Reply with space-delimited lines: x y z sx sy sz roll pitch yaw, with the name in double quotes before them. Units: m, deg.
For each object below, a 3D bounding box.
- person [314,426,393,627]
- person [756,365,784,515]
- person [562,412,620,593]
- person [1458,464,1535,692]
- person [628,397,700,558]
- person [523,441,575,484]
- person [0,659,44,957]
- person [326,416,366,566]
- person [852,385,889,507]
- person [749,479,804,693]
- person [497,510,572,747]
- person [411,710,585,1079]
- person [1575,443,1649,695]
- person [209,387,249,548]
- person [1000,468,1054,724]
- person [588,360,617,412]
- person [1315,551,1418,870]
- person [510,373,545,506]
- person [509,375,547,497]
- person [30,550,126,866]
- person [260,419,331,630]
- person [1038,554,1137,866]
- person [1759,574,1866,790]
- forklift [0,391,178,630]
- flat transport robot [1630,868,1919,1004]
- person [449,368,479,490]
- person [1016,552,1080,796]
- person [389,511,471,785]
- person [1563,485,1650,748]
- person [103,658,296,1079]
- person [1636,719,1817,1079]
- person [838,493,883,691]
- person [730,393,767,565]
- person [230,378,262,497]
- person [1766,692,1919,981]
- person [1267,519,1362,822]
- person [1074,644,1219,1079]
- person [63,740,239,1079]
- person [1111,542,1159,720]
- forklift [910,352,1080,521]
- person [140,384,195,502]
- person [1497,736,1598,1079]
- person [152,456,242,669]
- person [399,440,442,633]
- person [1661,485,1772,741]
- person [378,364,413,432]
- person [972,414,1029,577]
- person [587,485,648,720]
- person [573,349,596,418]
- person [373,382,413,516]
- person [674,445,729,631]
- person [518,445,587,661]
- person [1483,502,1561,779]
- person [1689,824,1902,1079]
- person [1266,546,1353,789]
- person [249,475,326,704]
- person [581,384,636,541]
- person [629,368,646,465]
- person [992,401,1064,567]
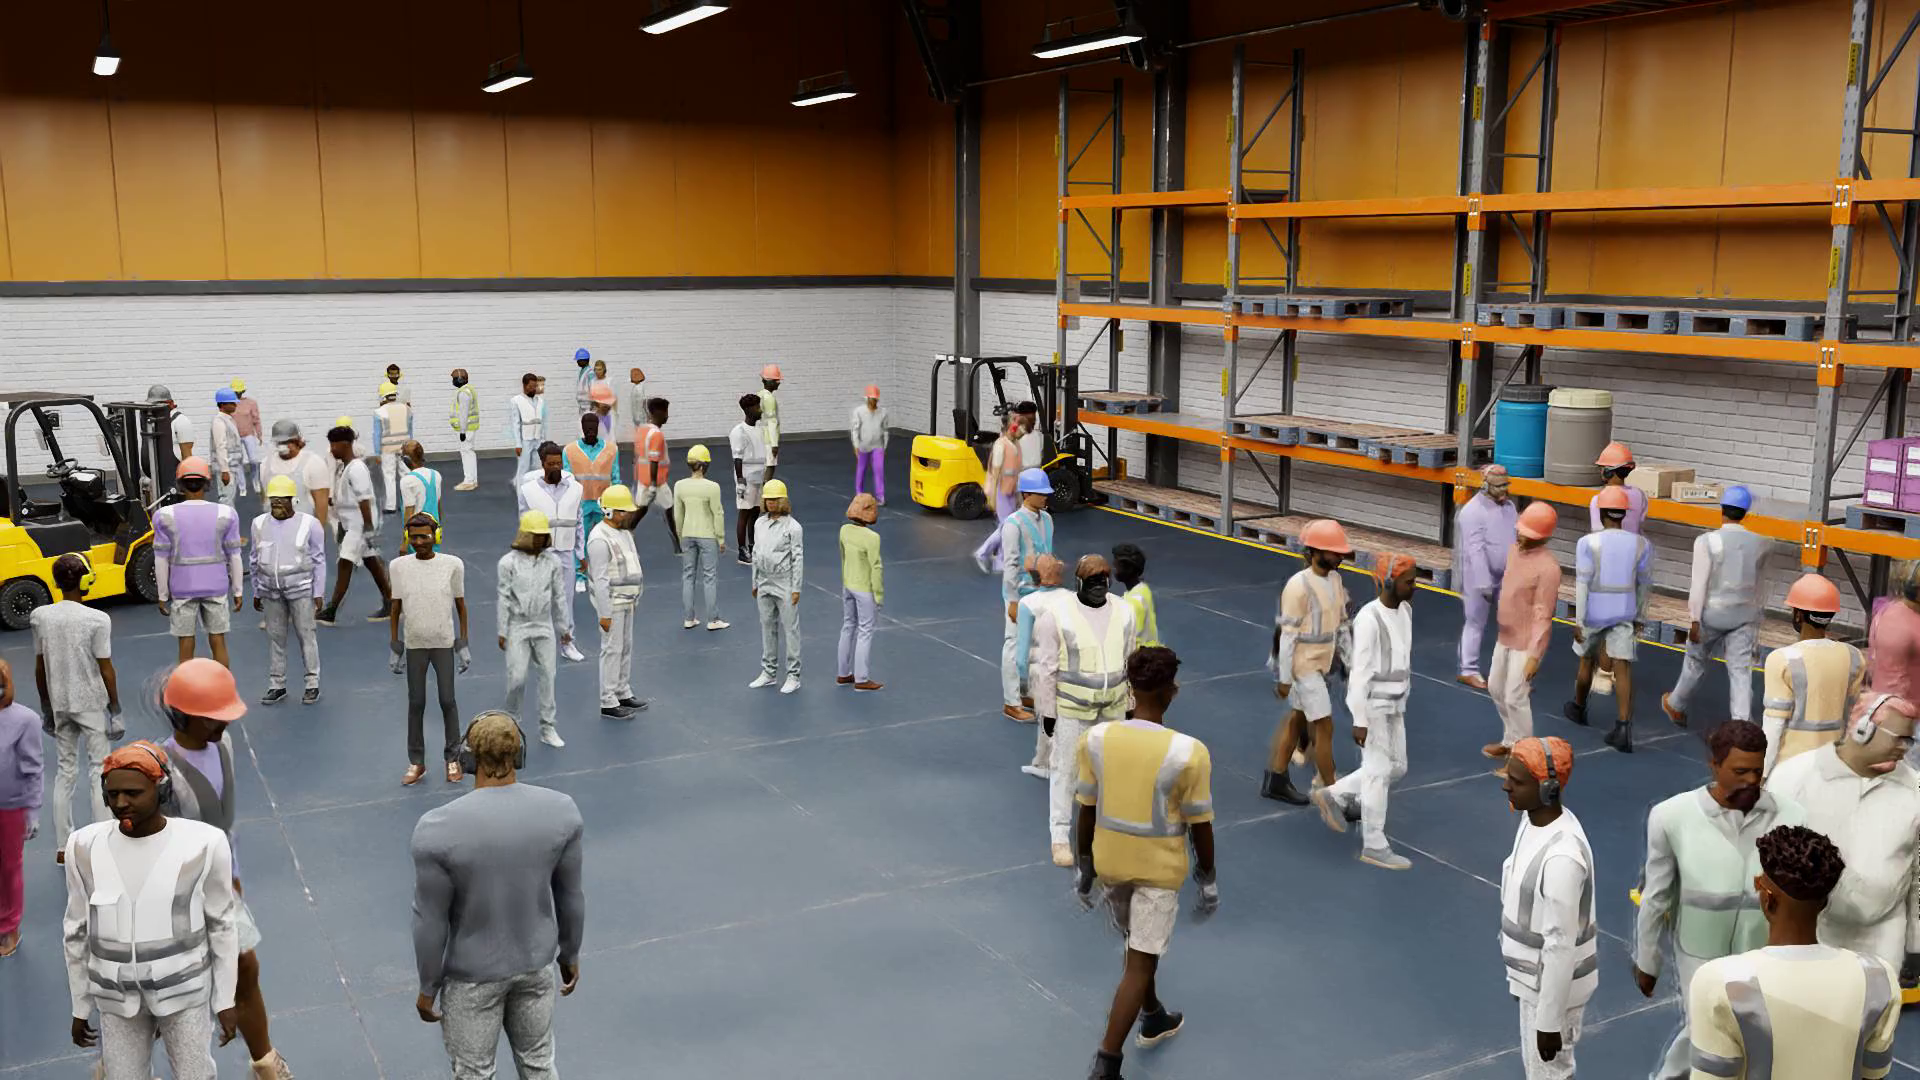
"person" -5.890 -0.130 15.959 0.944 1.914 0.632 -4 11 -22
"person" -2.587 -1.370 22.748 0.395 2.038 0.614 -4 11 -22
"person" -3.881 -0.401 17.564 0.587 1.910 0.397 -3 10 -18
"person" 4.360 0.329 13.444 0.652 1.874 0.738 -6 11 -30
"person" -3.594 -0.726 19.443 1.045 1.911 0.620 -5 11 -26
"person" -4.125 -0.159 16.792 0.530 1.688 0.324 -3 10 -16
"person" -4.841 1.354 8.310 0.527 1.600 0.605 -3 10 -17
"person" -7.007 -0.552 18.944 0.407 1.717 0.525 8 13 38
"person" -1.278 -1.351 23.615 0.574 1.709 0.914 -3 10 -17
"person" -1.502 0.371 13.573 0.493 1.746 0.283 6 12 31
"person" -3.068 0.644 12.018 0.523 1.736 0.369 -8 13 -38
"person" -1.685 1.575 6.133 0.635 1.928 0.382 -7 12 -36
"person" 5.278 0.235 13.503 0.606 2.045 0.389 -6 11 -30
"person" -8.880 -0.879 20.188 0.406 1.947 0.606 -3 10 -15
"person" 0.536 0.411 12.761 0.402 1.949 0.605 6 12 33
"person" -5.827 -2.005 27.048 0.528 1.811 0.804 2 10 9
"person" 2.397 0.974 9.769 0.595 1.871 0.592 8 13 39
"person" -5.972 -1.357 23.045 0.392 1.914 0.587 5 11 25
"person" -6.134 -1.455 23.886 0.556 1.822 0.557 0 10 2
"person" -5.129 0.989 9.701 0.511 1.862 0.324 1 10 8
"person" -6.366 -0.156 15.760 0.715 2.000 0.772 1 10 5
"person" 0.768 0.986 9.764 0.625 1.843 0.430 -3 10 -19
"person" 4.357 1.134 8.630 0.549 1.937 0.358 -2 10 -13
"forklift" -9.026 -0.363 16.508 1.214 2.155 2.313 6 11 29
"flat transport robot" 4.133 1.990 8.488 0.652 0.197 1.431 -2 10 -11
"person" -7.476 -1.671 25.101 0.429 1.832 0.631 -2 10 -11
"person" 0.645 0.883 11.038 0.535 1.604 0.761 -8 13 -39
"person" -3.572 0.724 11.204 0.534 1.864 0.310 -2 10 -9
"person" 4.778 0.535 12.251 0.568 1.883 1.013 0 10 1
"person" -3.188 1.427 6.828 0.887 1.993 0.686 1 10 4
"person" 2.901 1.574 6.339 0.595 1.868 1.007 -1 10 -4
"person" -0.815 0.423 13.638 0.291 1.623 0.500 -8 13 -40
"person" -2.400 -0.705 19.136 0.363 1.966 0.608 4 11 21
"person" -10.510 -1.497 24.321 0.543 1.748 0.418 -4 10 -20
"person" 3.508 1.516 6.613 0.671 1.870 0.680 3 10 16
"person" 2.340 0.813 10.567 0.881 1.896 0.569 7 12 36
"person" 0.773 1.401 7.155 0.619 1.925 0.992 7 12 35
"person" -2.867 1.633 5.918 0.573 1.883 0.354 -1 10 -8
"person" 1.207 0.839 11.044 0.434 1.677 0.540 2 10 10
"forklift" 0.460 -1.461 22.833 2.313 2.155 1.214 -5 11 -28
"person" -9.407 -0.835 19.671 0.680 2.000 0.535 4 10 20
"person" 2.122 1.620 6.050 0.368 1.872 0.592 2 10 12
"person" -5.836 0.373 12.760 0.609 2.032 0.409 -5 11 -28
"person" -5.054 -0.025 15.590 0.344 1.839 0.505 4 11 21
"person" 5.585 0.541 12.204 0.629 1.879 1.026 -1 10 -6
"person" -8.725 -1.790 25.709 0.509 1.859 0.333 -3 10 -16
"person" 0.474 -0.477 18.272 0.502 1.801 0.660 4 11 24
"person" -2.640 0.472 12.790 0.403 1.820 0.602 1 10 7
"person" -6.368 -2.293 28.361 0.412 1.938 0.610 -6 12 -32
"person" -7.721 -1.241 22.648 0.404 1.824 0.585 9 13 41
"person" -2.456 -0.021 15.772 0.524 1.770 0.315 4 11 23
"person" -3.547 0.121 14.514 0.592 1.922 0.392 -7 12 -34
"person" 3.825 0.673 11.296 0.399 1.931 0.754 -1 10 -6
"person" 2.370 1.777 4.843 0.606 1.966 0.367 -1 10 -5
"person" 2.389 0.822 11.247 0.535 1.652 0.857 -4 11 -21
"person" -5.333 0.394 13.184 0.592 1.837 0.404 0 10 -1
"person" -4.358 -0.922 20.311 0.982 1.980 0.638 6 12 31
"person" -5.418 -2.071 27.956 0.285 1.633 0.500 -3 10 -19
"person" 0.736 -0.637 18.951 0.625 1.904 1.046 -8 12 -37
